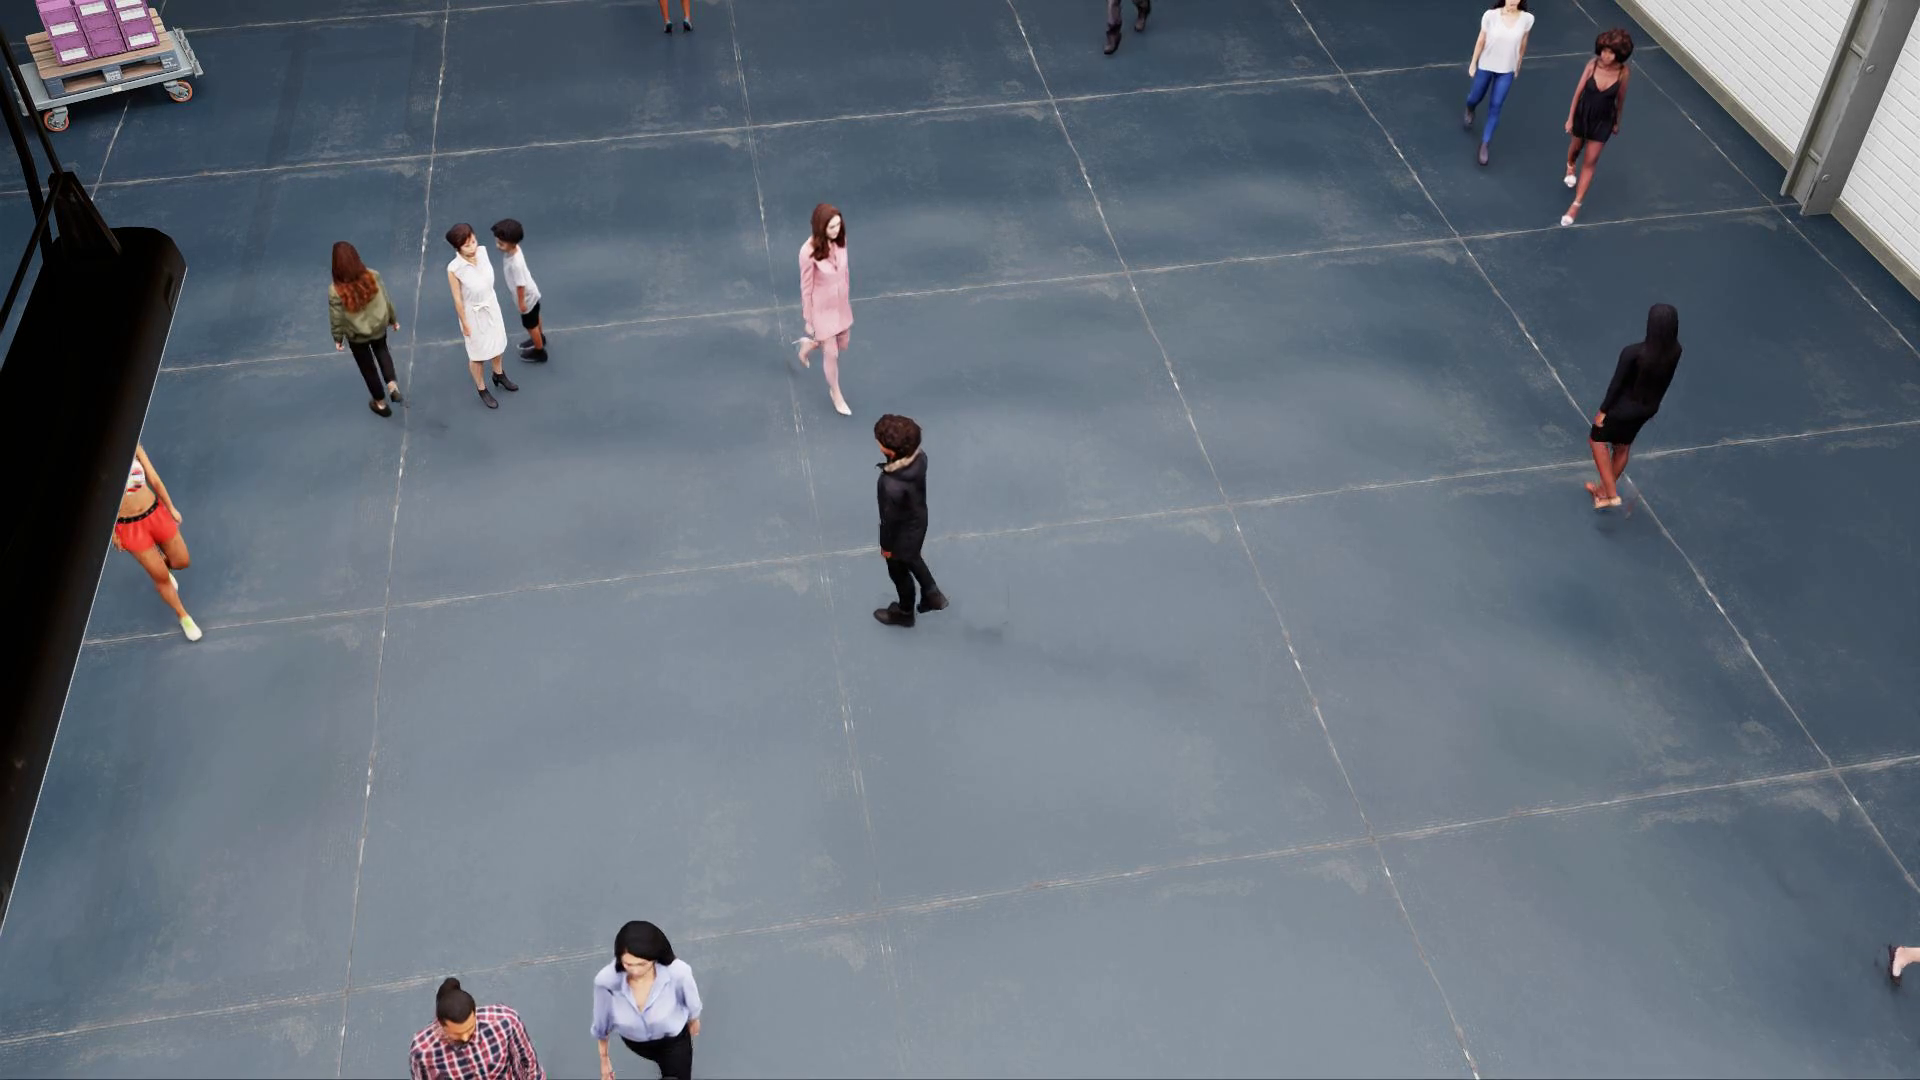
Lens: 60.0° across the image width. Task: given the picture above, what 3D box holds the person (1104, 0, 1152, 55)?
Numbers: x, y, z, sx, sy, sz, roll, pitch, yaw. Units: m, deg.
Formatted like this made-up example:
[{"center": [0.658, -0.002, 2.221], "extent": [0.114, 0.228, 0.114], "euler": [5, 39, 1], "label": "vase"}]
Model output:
[{"center": [1.720, -5.833, 16.623], "extent": [1.083, 1.815, 1.234], "euler": [16, 46, 16], "label": "person"}]

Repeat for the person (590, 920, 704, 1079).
[{"center": [-1.489, 2.327, 8.132], "extent": [0.771, 1.711, 1.103], "euler": [-1, 44, -1], "label": "person"}]

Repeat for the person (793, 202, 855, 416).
[{"center": [-1.041, -1.758, 12.369], "extent": [0.910, 1.782, 1.032], "euler": [-33, 53, -30], "label": "person"}]

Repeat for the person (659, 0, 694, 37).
[{"center": [-2.964, -5.958, 16.806], "extent": [0.568, 1.743, 0.492], "euler": [-6, 44, -6], "label": "person"}]

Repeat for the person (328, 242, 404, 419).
[{"center": [-4.369, -1.537, 12.363], "extent": [0.780, 1.469, 0.757], "euler": [34, 53, 31], "label": "person"}]

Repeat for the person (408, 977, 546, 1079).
[{"center": [-2.242, 2.559, 7.859], "extent": [0.779, 1.752, 0.697], "euler": [-14, 45, -15], "label": "person"}]

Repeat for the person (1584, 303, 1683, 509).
[{"center": [4.659, -0.850, 11.467], "extent": [0.662, 1.711, 0.720], "euler": [-10, 45, -11], "label": "person"}]

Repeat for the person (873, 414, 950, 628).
[{"center": [-0.286, -0.082, 10.618], "extent": [0.862, 1.770, 0.812], "euler": [13, 45, 14], "label": "person"}]

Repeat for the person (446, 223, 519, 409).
[{"center": [-3.606, -1.707, 12.480], "extent": [0.705, 1.555, 0.626], "euler": [20, 47, 20], "label": "person"}]

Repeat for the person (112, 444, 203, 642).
[{"center": [-5.277, -0.140, 10.673], "extent": [0.969, 1.778, 0.869], "euler": [33, 53, 30], "label": "person"}]

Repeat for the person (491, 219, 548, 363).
[{"center": [-3.387, -1.955, 12.960], "extent": [0.567, 1.252, 0.430], "euler": [-8, 44, -9], "label": "person"}]

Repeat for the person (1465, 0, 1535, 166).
[{"center": [4.861, -4.311, 15.134], "extent": [0.839, 1.664, 1.122], "euler": [6, 44, 6], "label": "person"}]

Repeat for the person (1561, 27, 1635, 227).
[{"center": [5.486, -3.653, 14.387], "extent": [1.035, 1.742, 1.204], "euler": [15, 46, 15], "label": "person"}]
